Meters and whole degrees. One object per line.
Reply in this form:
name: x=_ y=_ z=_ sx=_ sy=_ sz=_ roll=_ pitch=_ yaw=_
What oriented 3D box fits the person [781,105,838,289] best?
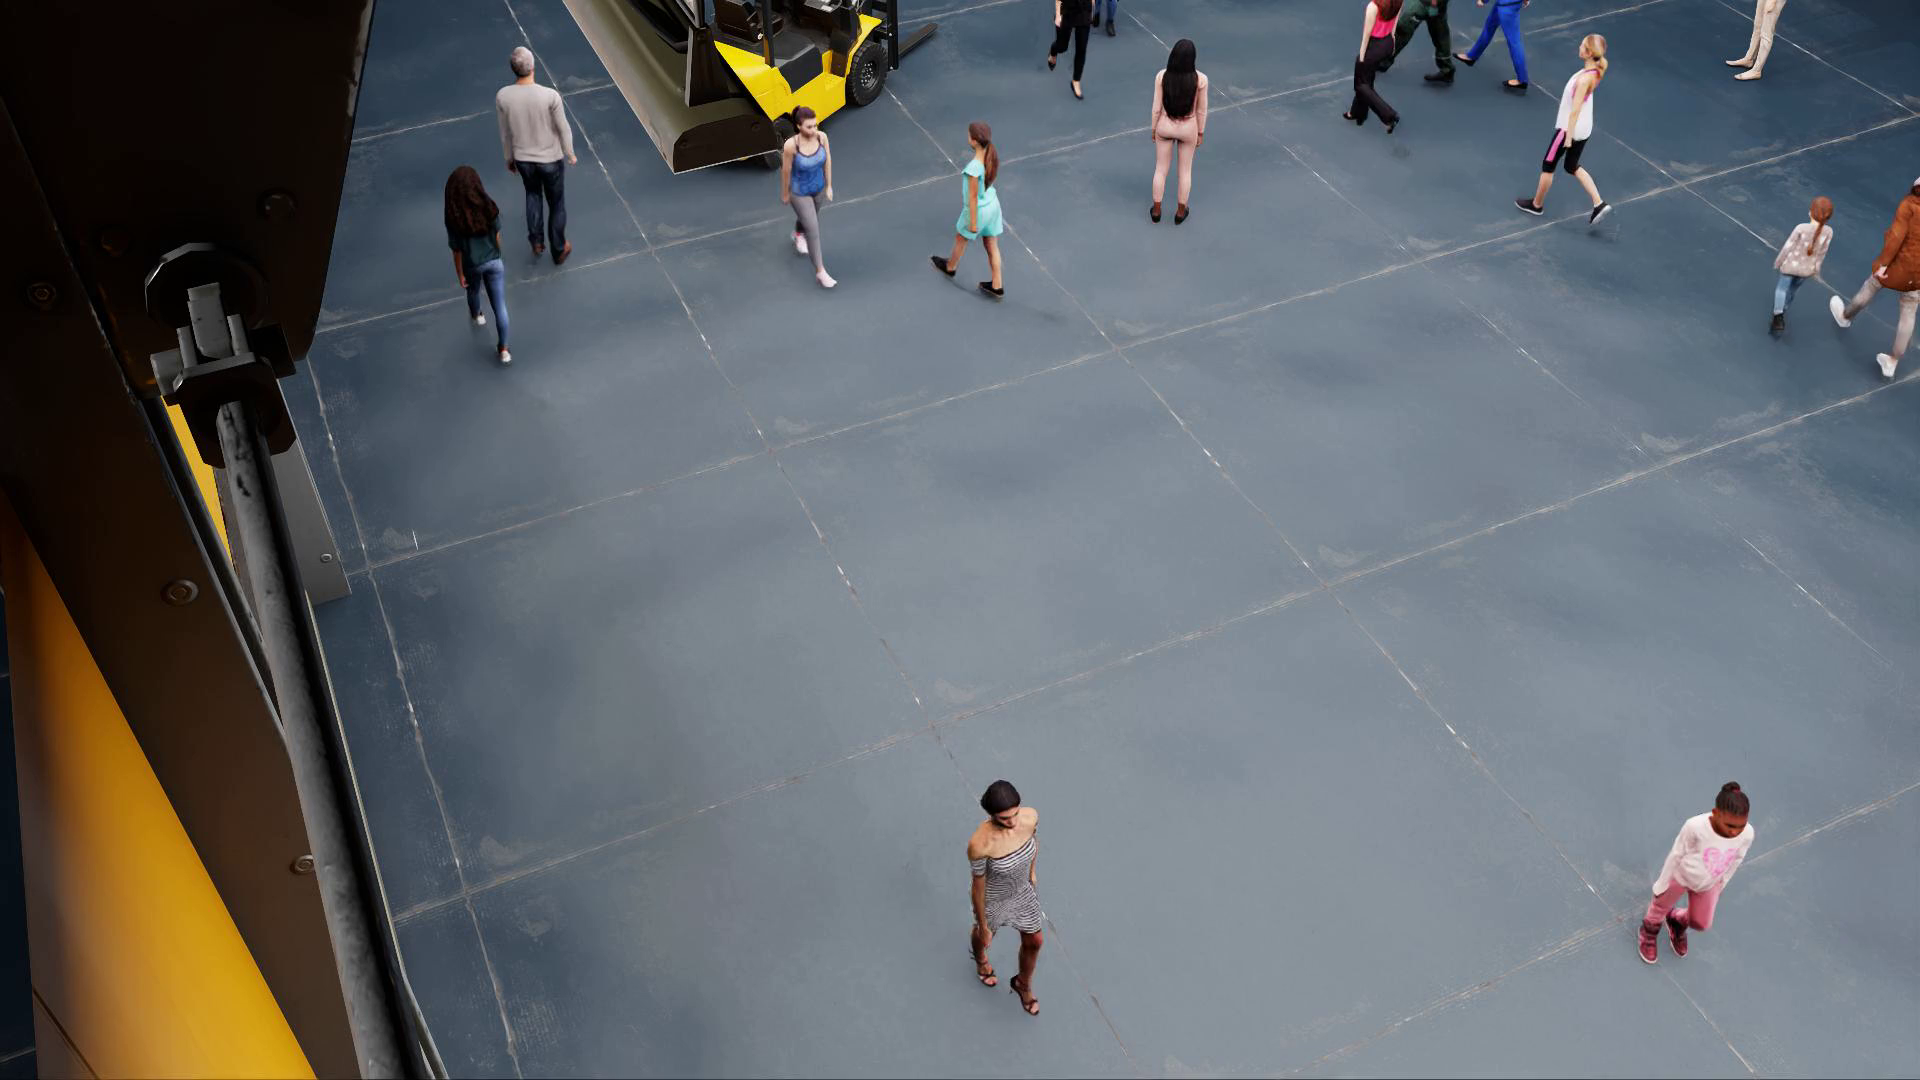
person: x=-1.298 y=-2.935 z=13.863 sx=0.694 sy=1.569 sz=1.107 roll=-25 pitch=49 yaw=-24

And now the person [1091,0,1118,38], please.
person: x=1.468 y=-5.959 z=17.012 sx=0.866 sy=1.604 sz=0.686 roll=-32 pitch=52 yaw=-29

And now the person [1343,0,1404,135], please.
person: x=3.921 y=-4.517 z=15.476 sx=0.751 sy=1.634 sz=1.008 roll=-29 pitch=51 yaw=-27

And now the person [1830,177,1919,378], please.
person: x=7.335 y=-2.066 z=12.795 sx=1.042 sy=1.785 sz=1.242 roll=1 pitch=44 yaw=1

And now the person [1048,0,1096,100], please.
person: x=1.069 y=-5.120 z=16.102 sx=0.637 sy=1.646 sz=0.862 roll=-14 pitch=45 yaw=-15

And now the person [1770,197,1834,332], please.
person: x=6.746 y=-2.200 z=13.370 sx=0.718 sy=1.186 sz=0.814 roll=7 pitch=44 yaw=8

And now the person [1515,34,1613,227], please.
person: x=5.362 y=-3.493 z=14.305 sx=1.144 sy=1.768 sz=0.889 roll=30 pitch=51 yaw=28

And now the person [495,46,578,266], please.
person: x=-3.509 y=-3.105 z=13.812 sx=0.856 sy=1.887 sz=0.876 roll=4 pitch=44 yaw=4

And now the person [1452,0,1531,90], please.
person: x=5.422 y=-5.175 z=16.154 sx=1.209 sy=1.653 sz=0.938 roll=30 pitch=51 yaw=28

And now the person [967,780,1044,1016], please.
person: x=0.160 y=1.801 z=8.723 sx=0.682 sy=1.802 sz=0.772 roll=-26 pitch=49 yaw=-24

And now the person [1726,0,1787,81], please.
person: x=7.989 y=-5.362 z=16.318 sx=0.758 sy=1.697 sz=0.647 roll=1 pitch=44 yaw=1

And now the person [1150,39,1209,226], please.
person: x=1.872 y=-3.518 z=14.365 sx=0.702 sy=1.721 sz=0.726 roll=7 pitch=44 yaw=7

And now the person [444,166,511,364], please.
person: x=-3.701 y=-2.111 z=12.994 sx=0.611 sy=1.576 sz=1.038 roll=-20 pitch=47 yaw=-20

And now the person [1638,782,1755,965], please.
person: x=3.971 y=1.750 z=9.038 sx=0.665 sy=1.441 sz=0.707 roll=7 pitch=44 yaw=7

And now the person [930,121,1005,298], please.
person: x=0.232 y=-2.668 z=13.615 sx=1.039 sy=1.525 sz=0.821 roll=30 pitch=51 yaw=28

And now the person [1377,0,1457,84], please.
person: x=4.655 y=-5.250 z=16.144 sx=1.233 sy=1.775 sz=1.188 roll=13 pitch=45 yaw=13
